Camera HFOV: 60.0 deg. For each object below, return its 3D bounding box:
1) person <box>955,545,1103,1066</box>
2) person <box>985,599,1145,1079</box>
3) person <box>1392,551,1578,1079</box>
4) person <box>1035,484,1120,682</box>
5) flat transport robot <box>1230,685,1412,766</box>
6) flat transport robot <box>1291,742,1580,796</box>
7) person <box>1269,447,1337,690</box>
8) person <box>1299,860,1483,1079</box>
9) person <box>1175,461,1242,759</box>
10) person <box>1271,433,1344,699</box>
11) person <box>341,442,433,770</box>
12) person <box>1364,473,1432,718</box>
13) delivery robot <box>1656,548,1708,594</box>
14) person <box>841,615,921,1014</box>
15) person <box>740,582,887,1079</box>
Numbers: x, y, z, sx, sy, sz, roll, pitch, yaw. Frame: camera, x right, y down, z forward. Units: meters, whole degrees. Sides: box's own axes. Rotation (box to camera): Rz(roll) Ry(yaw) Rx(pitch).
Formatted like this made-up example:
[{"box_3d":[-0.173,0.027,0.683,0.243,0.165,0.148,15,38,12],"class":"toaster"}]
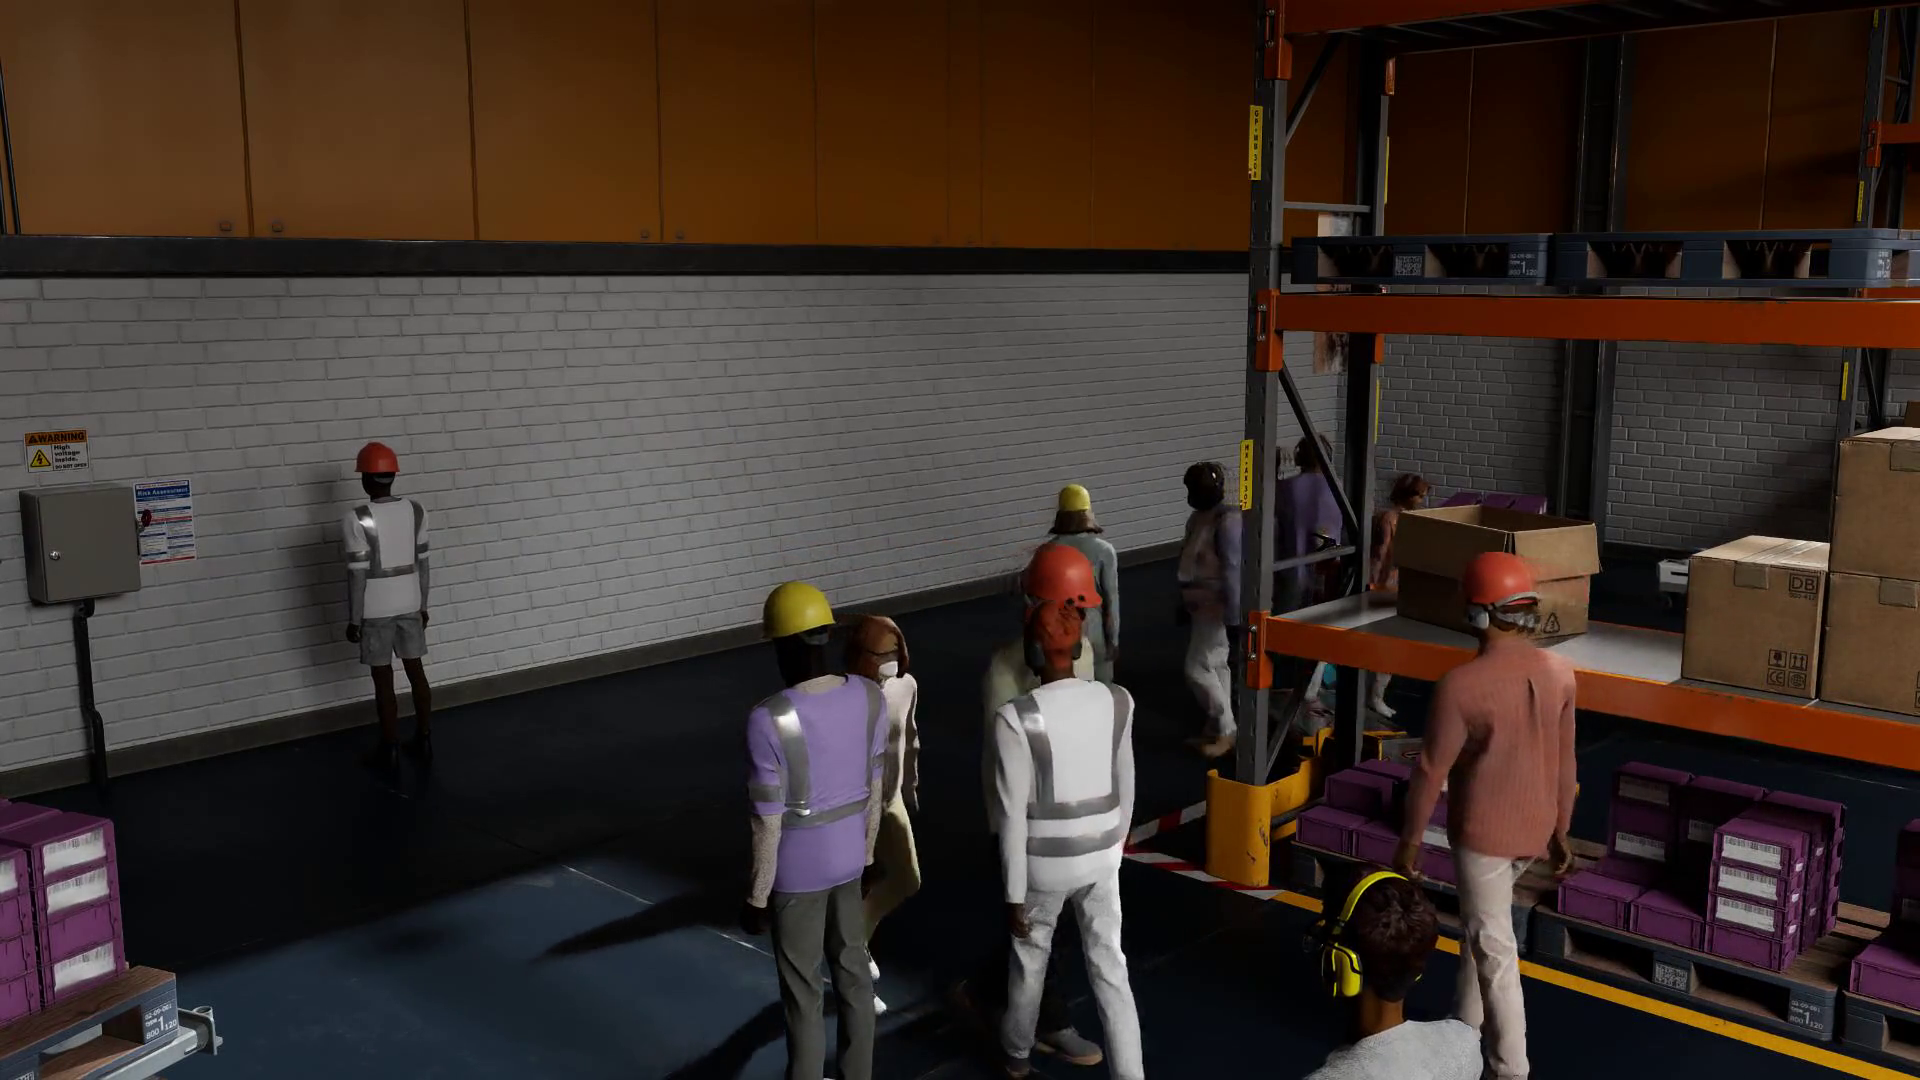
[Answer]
[{"box_3d":[0.310,0.980,6.117,0.487,1.970,0.637,6,11,31],"class":"person"},{"box_3d":[0.388,1.119,5.744,0.595,1.833,0.980,-4,10,-24],"class":"person"},{"box_3d":[1.812,1.008,5.939,0.642,1.965,0.797,-5,11,-29],"class":"person"},{"box_3d":[0.667,0.551,9.497,0.503,1.723,0.419,3,10,17],"class":"person"},{"box_3d":[2.212,1.143,10.317,0.652,0.197,1.431,-2,9,-10],"class":"flat transport robot"},{"box_3d":[2.665,1.298,9.363,1.431,0.197,0.652,-2,9,-11],"class":"flat transport robot"},{"box_3d":[2.192,0.266,10.981,0.641,1.817,0.580,1,9,8],"class":"person"},{"box_3d":[0.750,1.513,3.157,0.513,1.872,0.328,-7,12,-39],"class":"person"},{"box_3d":[1.515,0.426,9.979,0.434,1.817,0.665,-1,9,-7],"class":"person"},{"box_3d":[2.325,0.245,10.848,0.643,1.898,0.920,4,10,25],"class":"person"},{"box_3d":[-3.396,0.390,9.837,0.379,1.938,0.547,7,12,37],"class":"person"},{"box_3d":[2.842,0.367,10.944,0.425,1.610,0.585,7,12,37],"class":"person"},{"box_3d":[6.361,0.314,14.245,0.707,0.478,0.477,8,12,39],"class":"delivery robot"},{"box_3d":[-0.358,1.076,6.613,0.375,1.613,0.556,9,13,42],"class":"person"},{"box_3d":[-0.506,1.089,5.607,0.374,1.920,0.585,8,12,41],"class":"person"}]
